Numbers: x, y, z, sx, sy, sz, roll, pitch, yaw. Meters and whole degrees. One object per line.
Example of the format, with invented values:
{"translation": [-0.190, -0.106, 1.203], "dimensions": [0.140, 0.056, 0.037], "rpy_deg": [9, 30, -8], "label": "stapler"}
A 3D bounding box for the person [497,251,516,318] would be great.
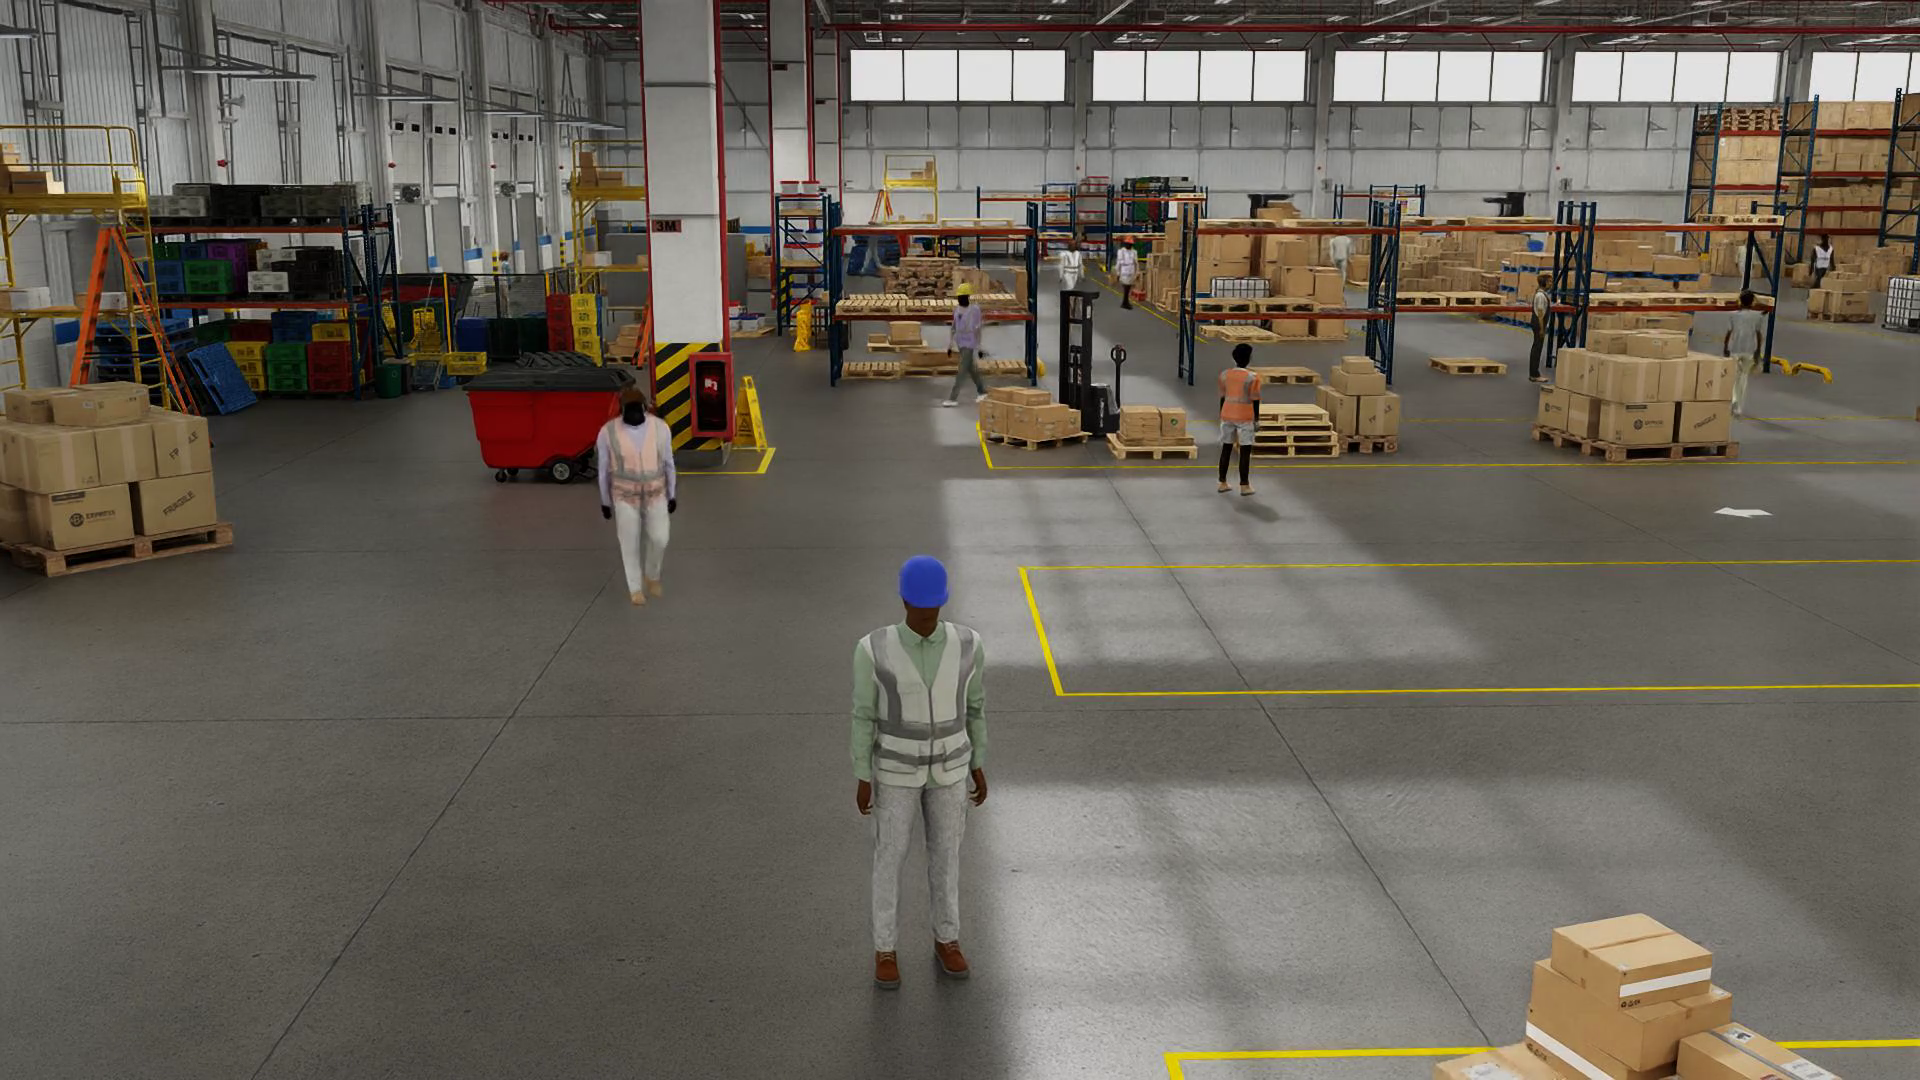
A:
{"translation": [-11.175, -6.260, 40.834], "dimensions": [0.319, 1.631, 0.525], "rpy_deg": [-10, 16, -38], "label": "person"}

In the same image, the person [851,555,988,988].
{"translation": [-0.170, 1.008, 7.299], "dimensions": [0.615, 1.943, 0.405], "rpy_deg": [-4, 13, -16], "label": "person"}

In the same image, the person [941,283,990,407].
{"translation": [0.100, -3.012, 25.619], "dimensions": [1.002, 1.880, 0.608], "rpy_deg": [-10, 16, -37], "label": "person"}

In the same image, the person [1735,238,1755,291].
{"translation": [23.715, -8.317, 50.174], "dimensions": [0.779, 1.602, 0.495], "rpy_deg": [-10, 16, -39], "label": "person"}

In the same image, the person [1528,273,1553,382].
{"translation": [9.943, -3.629, 28.463], "dimensions": [0.345, 1.847, 0.508], "rpy_deg": [3, 13, 14], "label": "person"}

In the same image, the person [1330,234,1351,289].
{"translation": [11.514, -8.502, 50.344], "dimensions": [0.632, 1.909, 0.908], "rpy_deg": [2, 13, 7], "label": "person"}

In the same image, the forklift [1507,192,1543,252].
{"translation": [20.021, -11.147, 60.048], "dimensions": [1.873, 2.768, 1.129], "rpy_deg": [0, 12, -2], "label": "forklift"}

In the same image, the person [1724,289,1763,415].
{"translation": [11.538, -2.756, 24.509], "dimensions": [0.530, 1.857, 0.404], "rpy_deg": [4, 13, 17], "label": "person"}

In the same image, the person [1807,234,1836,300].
{"translation": [23.647, -7.437, 45.613], "dimensions": [0.611, 1.864, 1.006], "rpy_deg": [-2, 13, -11], "label": "person"}

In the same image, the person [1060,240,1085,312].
{"translation": [2.879, -6.768, 42.695], "dimensions": [0.596, 1.826, 1.029], "rpy_deg": [-7, 14, -29], "label": "person"}

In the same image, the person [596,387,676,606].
{"translation": [-2.660, -0.356, 13.722], "dimensions": [0.648, 1.827, 0.447], "rpy_deg": [-5, 13, -20], "label": "person"}

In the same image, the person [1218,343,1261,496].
{"translation": [3.100, -1.342, 18.497], "dimensions": [0.534, 1.692, 0.321], "rpy_deg": [11, 16, 40], "label": "person"}

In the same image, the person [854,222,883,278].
{"translation": [-3.050, -9.845, 56.442], "dimensions": [1.019, 1.883, 0.637], "rpy_deg": [4, 13, 17], "label": "person"}

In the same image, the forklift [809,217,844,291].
{"translation": [-4.373, -8.620, 48.640], "dimensions": [1.873, 2.768, 1.129], "rpy_deg": [0, 12, -2], "label": "forklift"}

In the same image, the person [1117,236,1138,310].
{"translation": [4.388, -6.992, 43.509], "dimensions": [0.559, 1.910, 0.812], "rpy_deg": [-5, 13, -21], "label": "person"}

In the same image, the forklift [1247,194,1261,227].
{"translation": [9.692, -9.993, 54.841], "dimensions": [1.873, 2.768, 1.129], "rpy_deg": [2, 13, 8], "label": "forklift"}

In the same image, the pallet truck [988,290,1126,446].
{"translation": [1.257, -2.299, 22.111], "dimensions": [1.885, 1.965, 0.823], "rpy_deg": [-9, 15, -35], "label": "pallet truck"}
